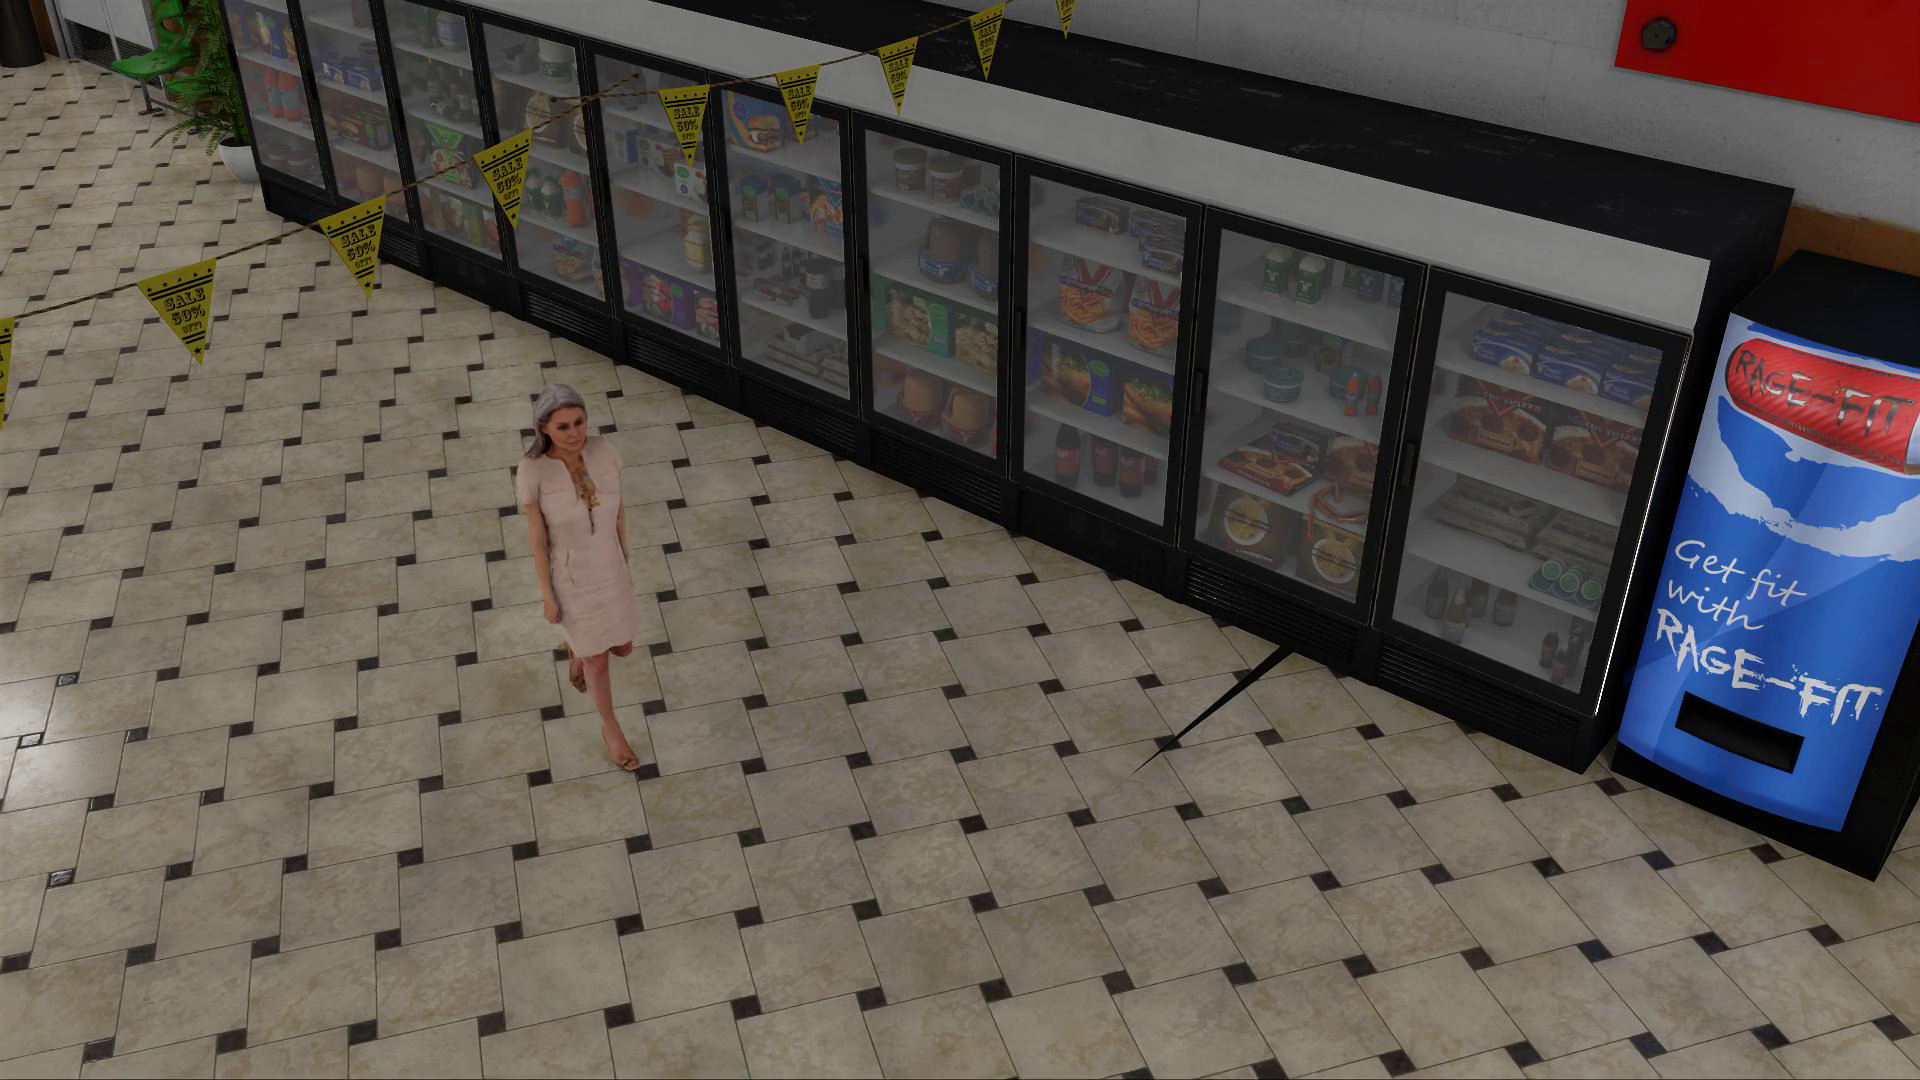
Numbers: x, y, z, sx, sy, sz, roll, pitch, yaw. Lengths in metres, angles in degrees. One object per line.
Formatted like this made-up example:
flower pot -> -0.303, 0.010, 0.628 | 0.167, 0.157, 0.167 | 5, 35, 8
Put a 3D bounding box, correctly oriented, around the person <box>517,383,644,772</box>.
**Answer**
person -> -1.537, 0.143, 6.656 | 0.828, 1.724, 0.750 | -23, 39, -33
